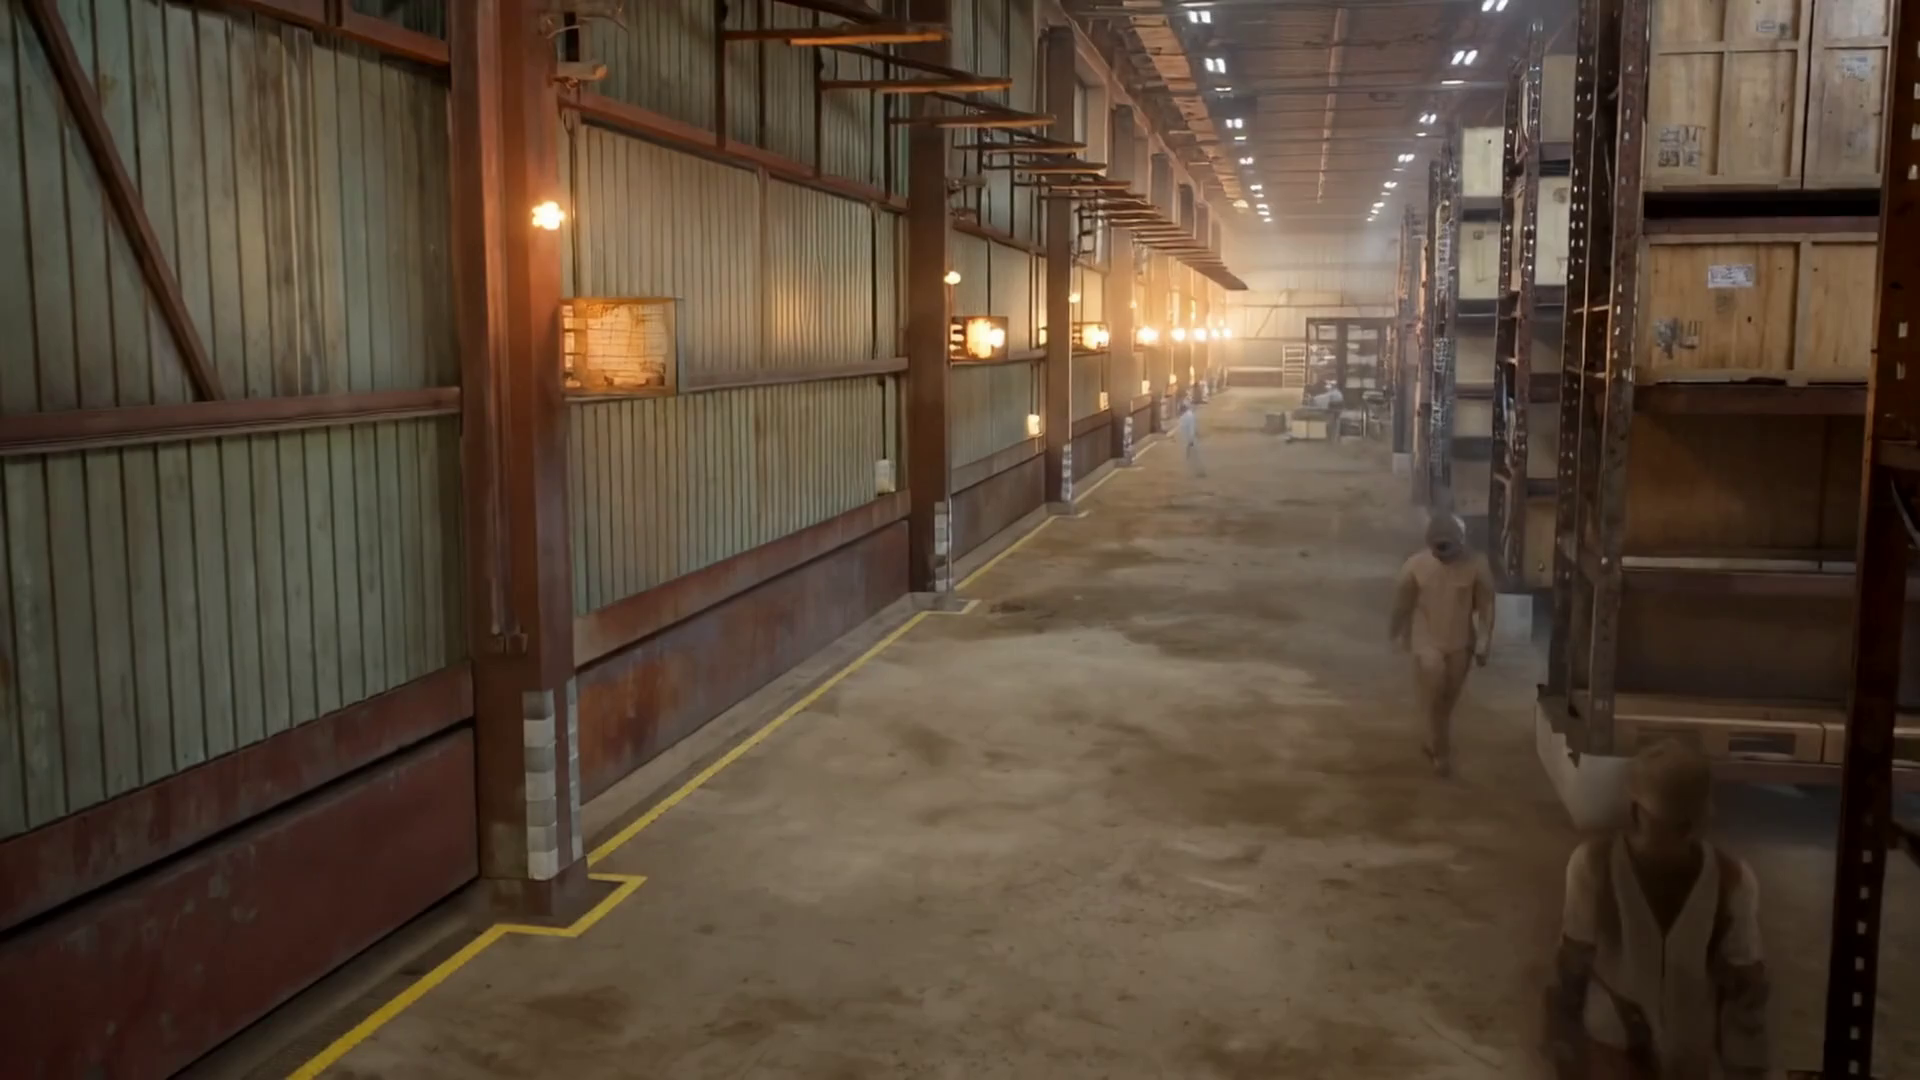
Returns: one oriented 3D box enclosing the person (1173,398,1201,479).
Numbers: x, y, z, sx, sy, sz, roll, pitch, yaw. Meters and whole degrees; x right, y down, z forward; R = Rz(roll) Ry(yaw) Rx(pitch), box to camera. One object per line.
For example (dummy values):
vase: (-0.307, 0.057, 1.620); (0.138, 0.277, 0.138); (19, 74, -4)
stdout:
person: (4.812, -2.145, 35.138); (0.686, 1.729, 0.562); (-3, 8, -24)

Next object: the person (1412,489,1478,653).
person: (4.692, 0.310, 16.016); (0.521, 1.596, 0.835); (-4, 8, -29)

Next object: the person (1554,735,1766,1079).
person: (2.097, 1.539, 4.937); (0.569, 1.900, 0.908); (1, 7, 11)

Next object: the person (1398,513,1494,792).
person: (3.336, 0.741, 11.470); (0.618, 1.876, 1.043); (0, 7, 3)
